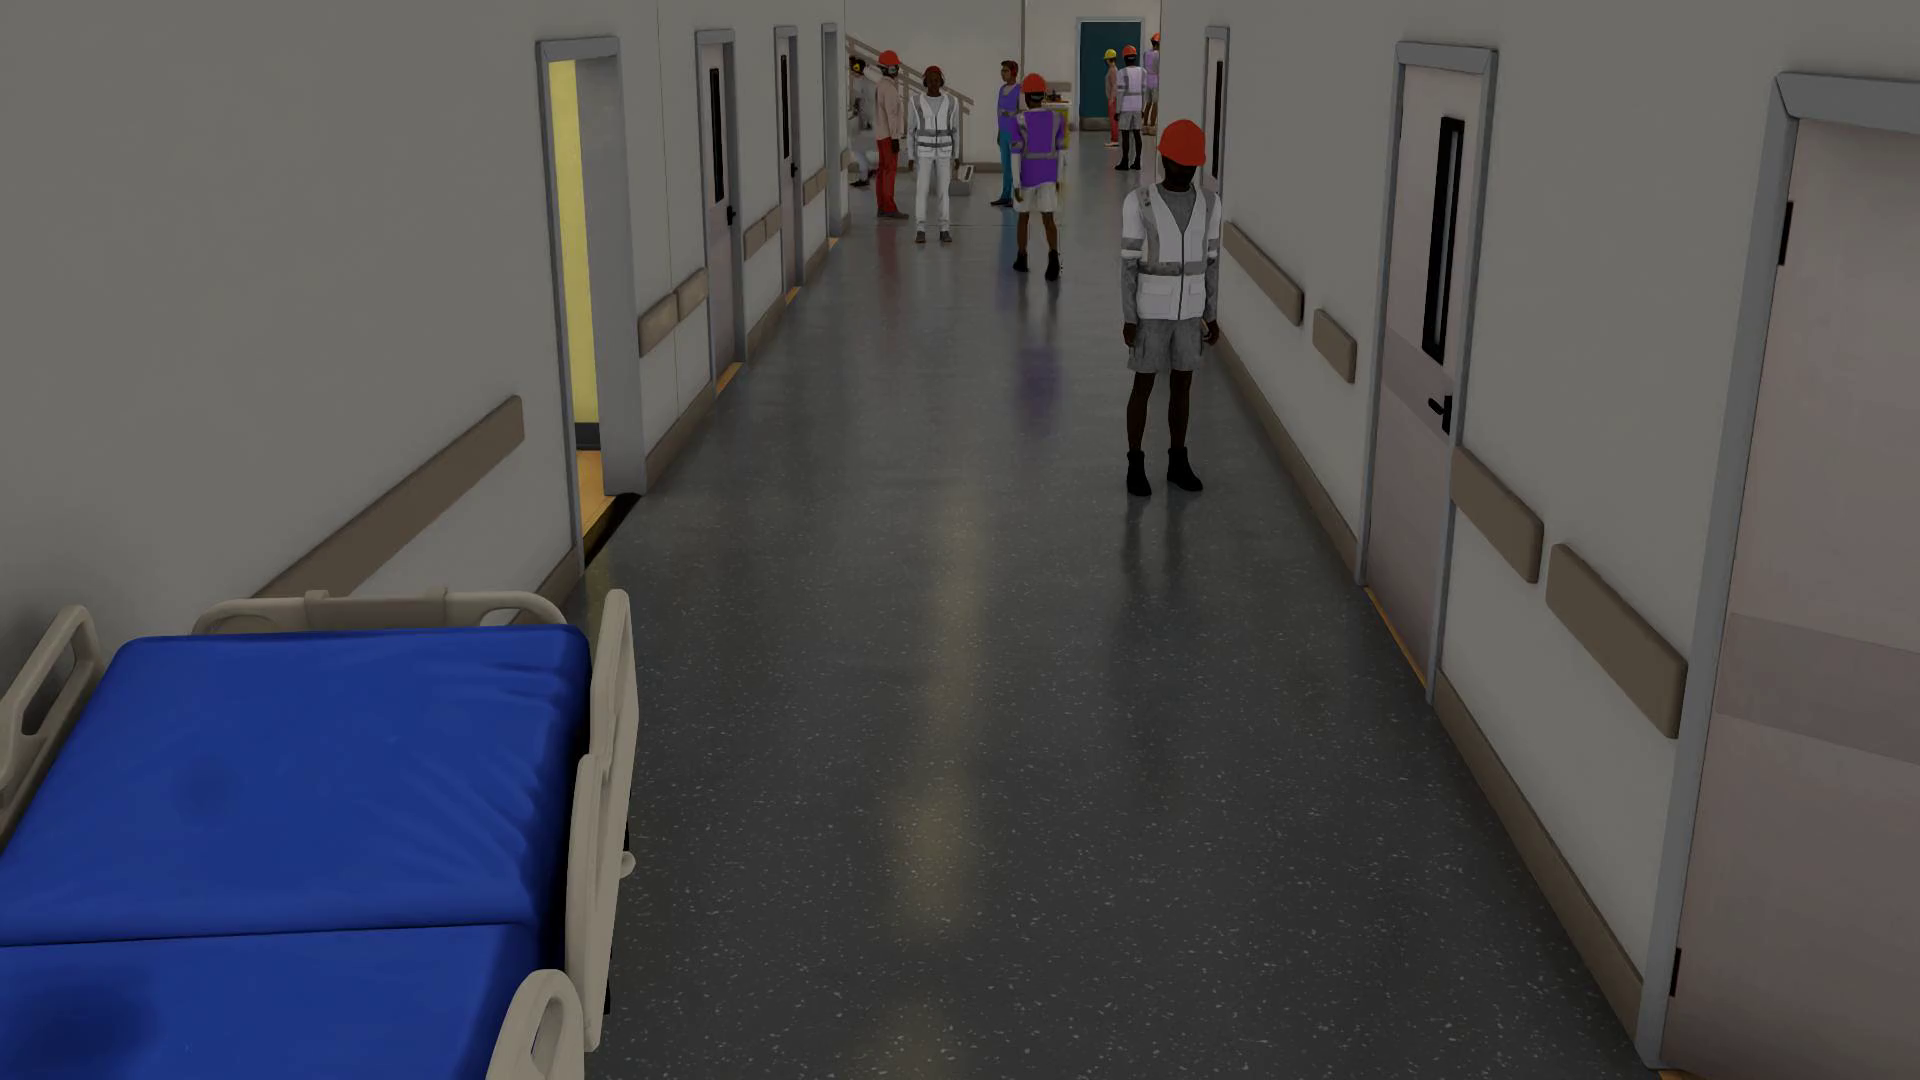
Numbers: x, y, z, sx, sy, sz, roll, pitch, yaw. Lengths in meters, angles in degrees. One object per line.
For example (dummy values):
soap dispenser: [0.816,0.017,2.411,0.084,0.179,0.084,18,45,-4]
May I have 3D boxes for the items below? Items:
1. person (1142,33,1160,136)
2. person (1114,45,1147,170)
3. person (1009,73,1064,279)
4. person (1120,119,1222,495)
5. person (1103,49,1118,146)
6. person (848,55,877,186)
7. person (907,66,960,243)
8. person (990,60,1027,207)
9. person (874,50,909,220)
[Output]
person: [3.955,-9.233,33.739,0.409,2.028,0.618,-11,21,-31]
person: [2.688,-6.855,26.423,0.543,1.927,0.375,-9,20,-26]
person: [0.737,-3.439,15.744,0.543,1.901,0.951,-3,18,-10]
person: [1.098,-1.188,8.612,0.543,1.930,0.372,-5,18,-15]
person: [2.821,-8.272,31.139,0.328,1.765,0.532,1,18,3]
person: [-1.471,-6.008,23.886,0.382,1.859,0.516,1,18,4]
person: [-0.286,-4.192,18.121,0.585,1.882,0.344,-3,18,-10]
person: [0.669,-5.240,21.481,0.390,1.846,0.563,-10,20,-29]
person: [-0.854,-4.889,20.129,0.375,1.997,0.612,-6,18,-17]
